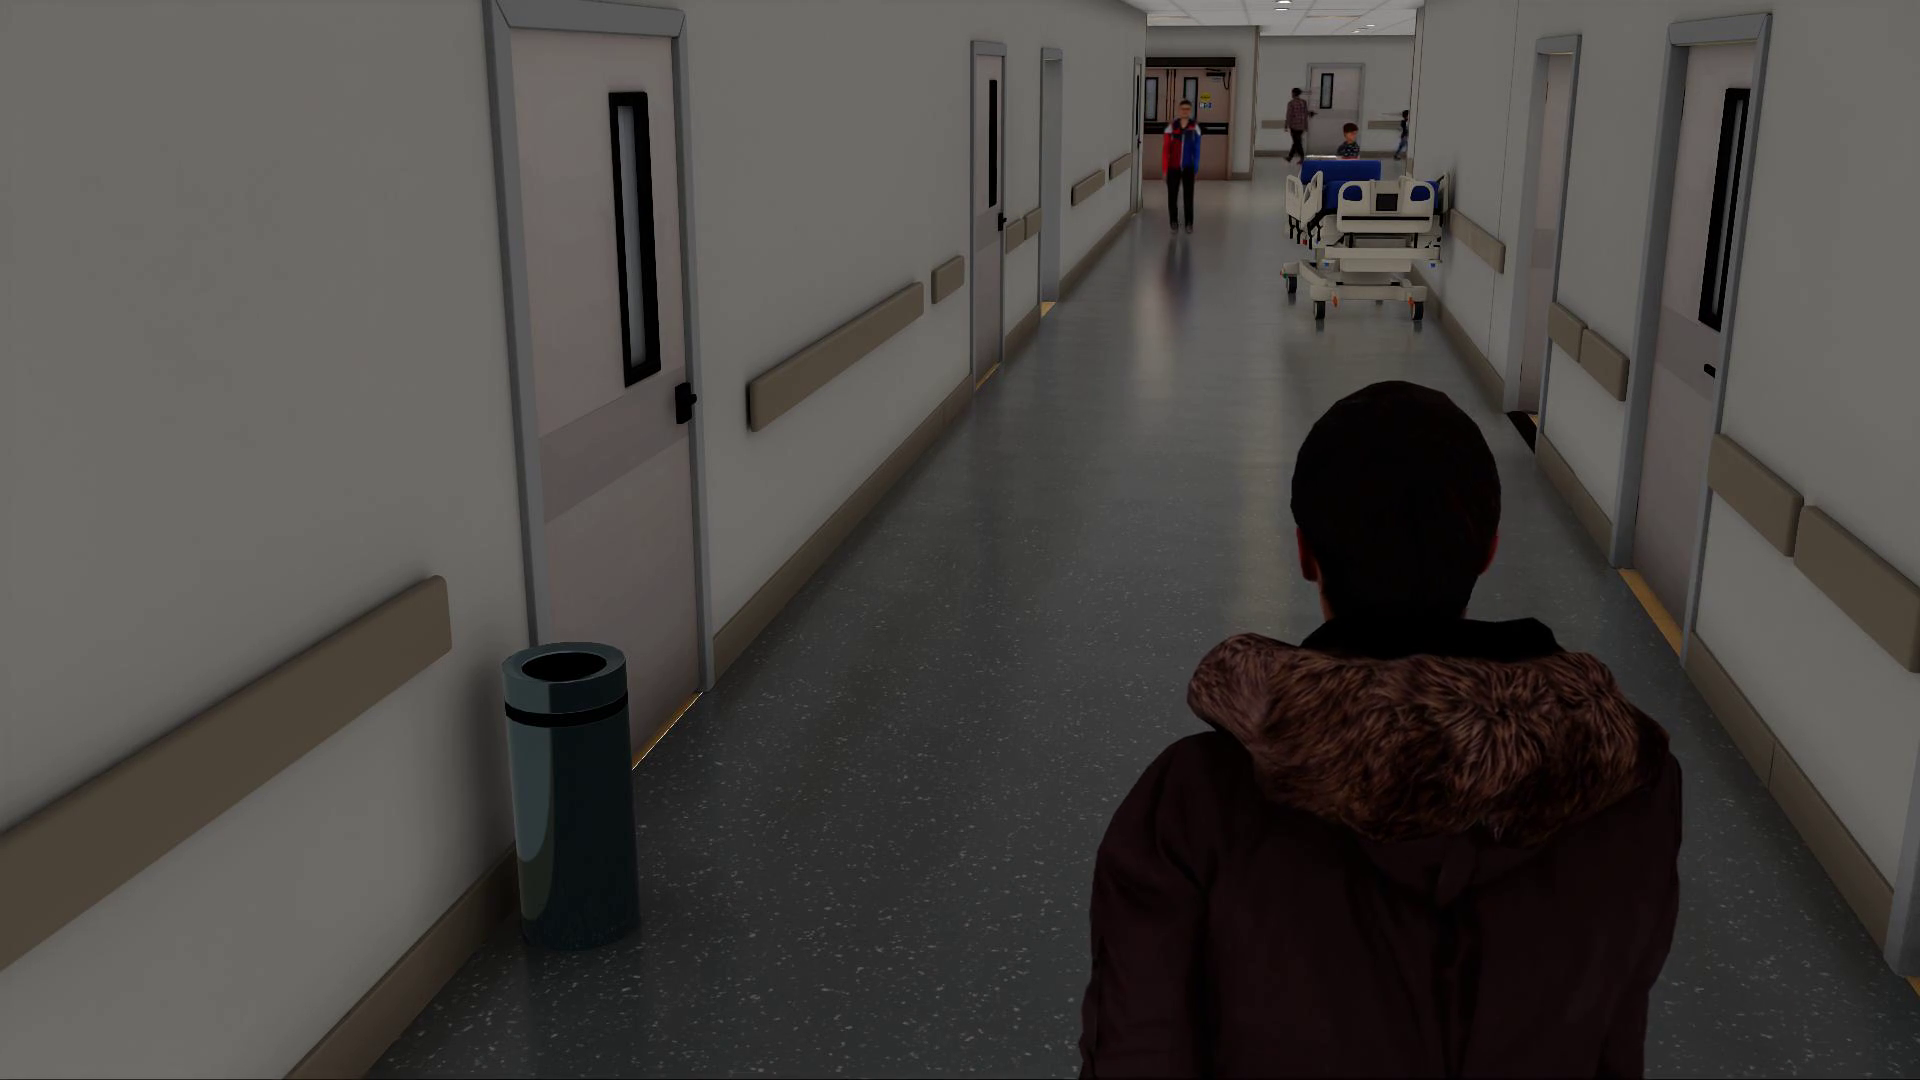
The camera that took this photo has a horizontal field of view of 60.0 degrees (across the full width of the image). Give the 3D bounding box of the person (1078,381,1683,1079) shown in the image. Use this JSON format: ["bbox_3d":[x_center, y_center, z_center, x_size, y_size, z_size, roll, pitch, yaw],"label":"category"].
[{"bbox_3d":[0.409,0.756,1.716,0.745,1.844,0.905,-3,16,-10],"label":"person"}]

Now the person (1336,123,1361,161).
[{"bbox_3d":[5.388,-5.072,23.139,0.557,1.437,0.644,-7,17,-22],"label":"person"}]

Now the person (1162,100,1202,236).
[{"bbox_3d":[2.914,-4.924,22.075,0.900,1.729,0.755,2,16,7],"label":"person"}]

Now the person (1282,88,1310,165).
[{"bbox_3d":[7.861,-9.566,38.560,1.162,1.719,1.187,-8,18,-27],"label":"person"}]
